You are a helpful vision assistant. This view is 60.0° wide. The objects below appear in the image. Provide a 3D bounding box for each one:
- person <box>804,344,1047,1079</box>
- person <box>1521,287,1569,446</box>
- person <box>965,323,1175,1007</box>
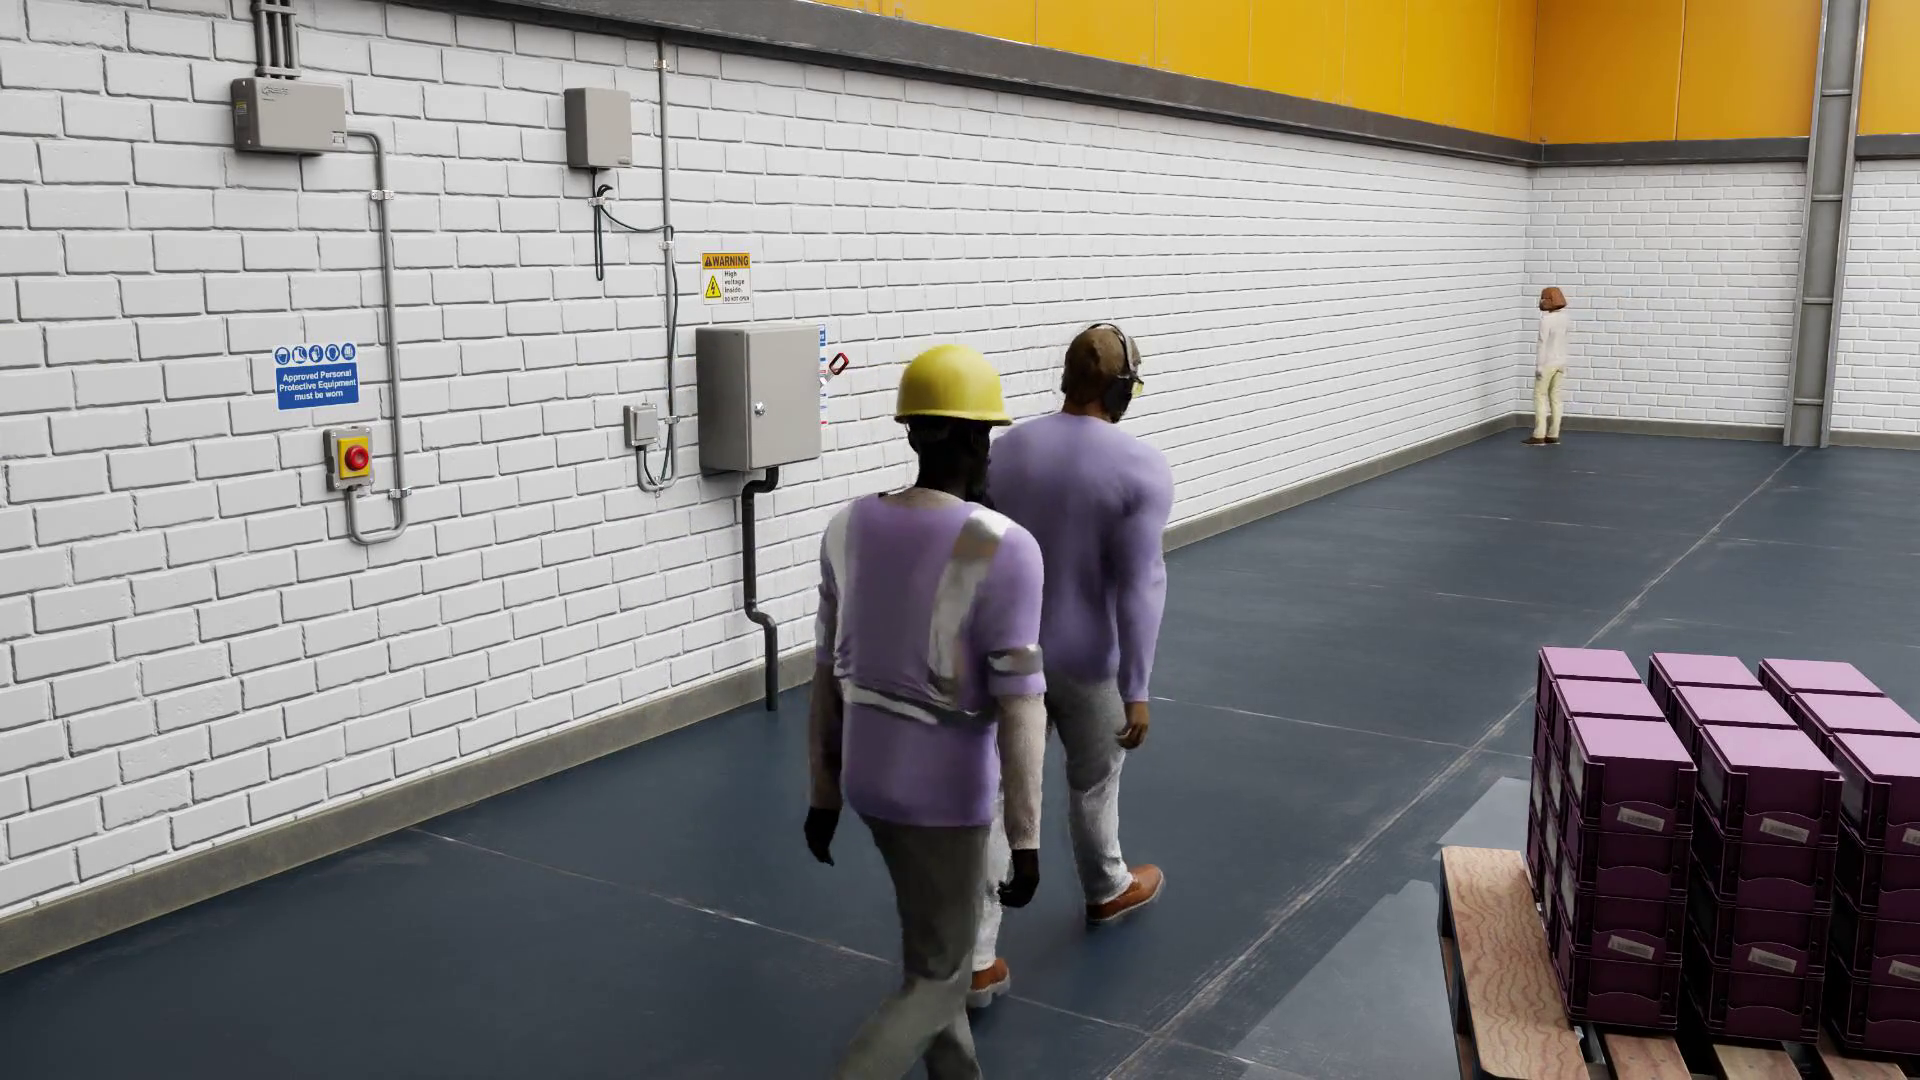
[{"bbox_3d":[-0.125,0.534,3.552,0.602,1.892,0.869,9,14,41],"label":"person"},{"bbox_3d":[6.049,-1.782,17.092,0.518,1.633,0.311,-8,13,-38],"label":"person"},{"bbox_3d":[0.271,0.329,4.728,0.747,1.872,1.046,7,12,33],"label":"person"}]
